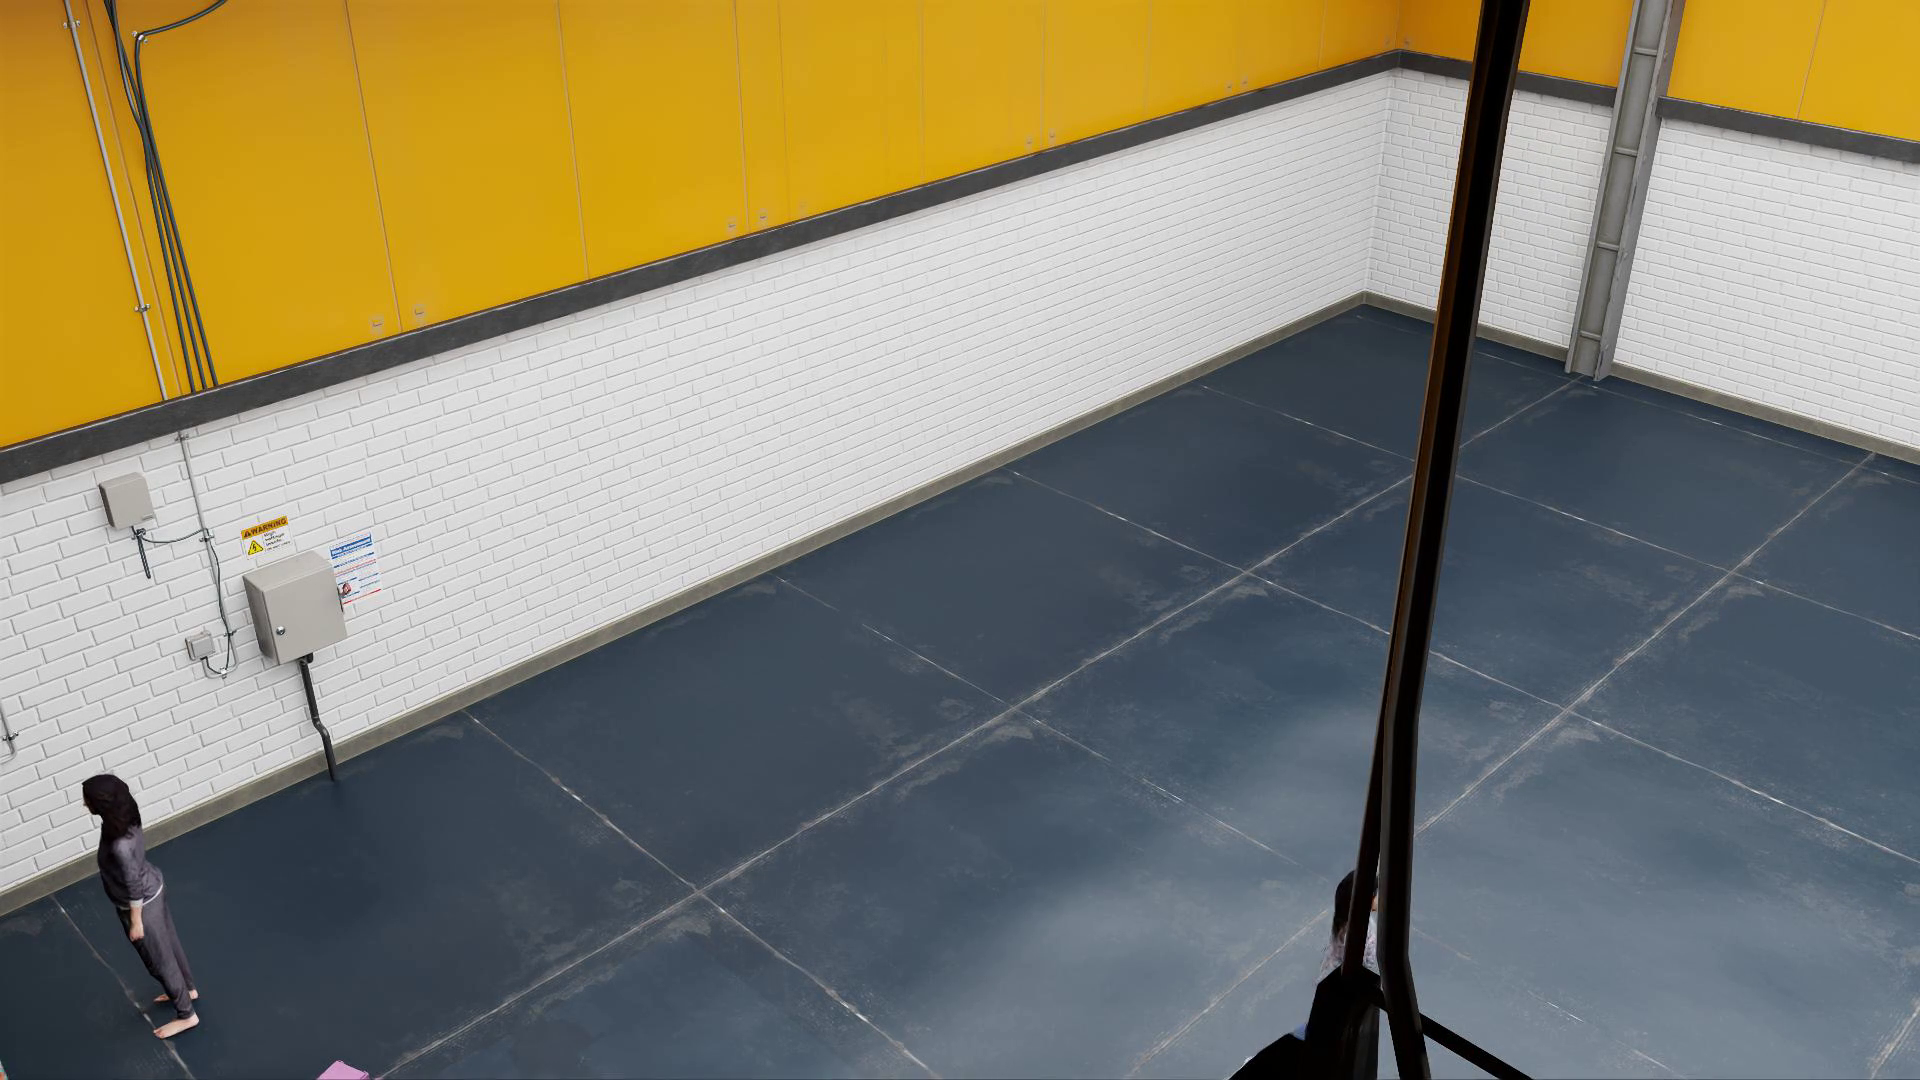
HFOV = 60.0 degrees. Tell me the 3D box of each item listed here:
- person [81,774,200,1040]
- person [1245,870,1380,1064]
[{"bbox_3d":[-4.639,2.054,9.445,0.732,1.763,0.599,-9,30,-17],"label":"person"},{"bbox_3d":[1.952,2.417,8.836,1.060,1.709,0.994,1,29,2],"label":"person"}]
